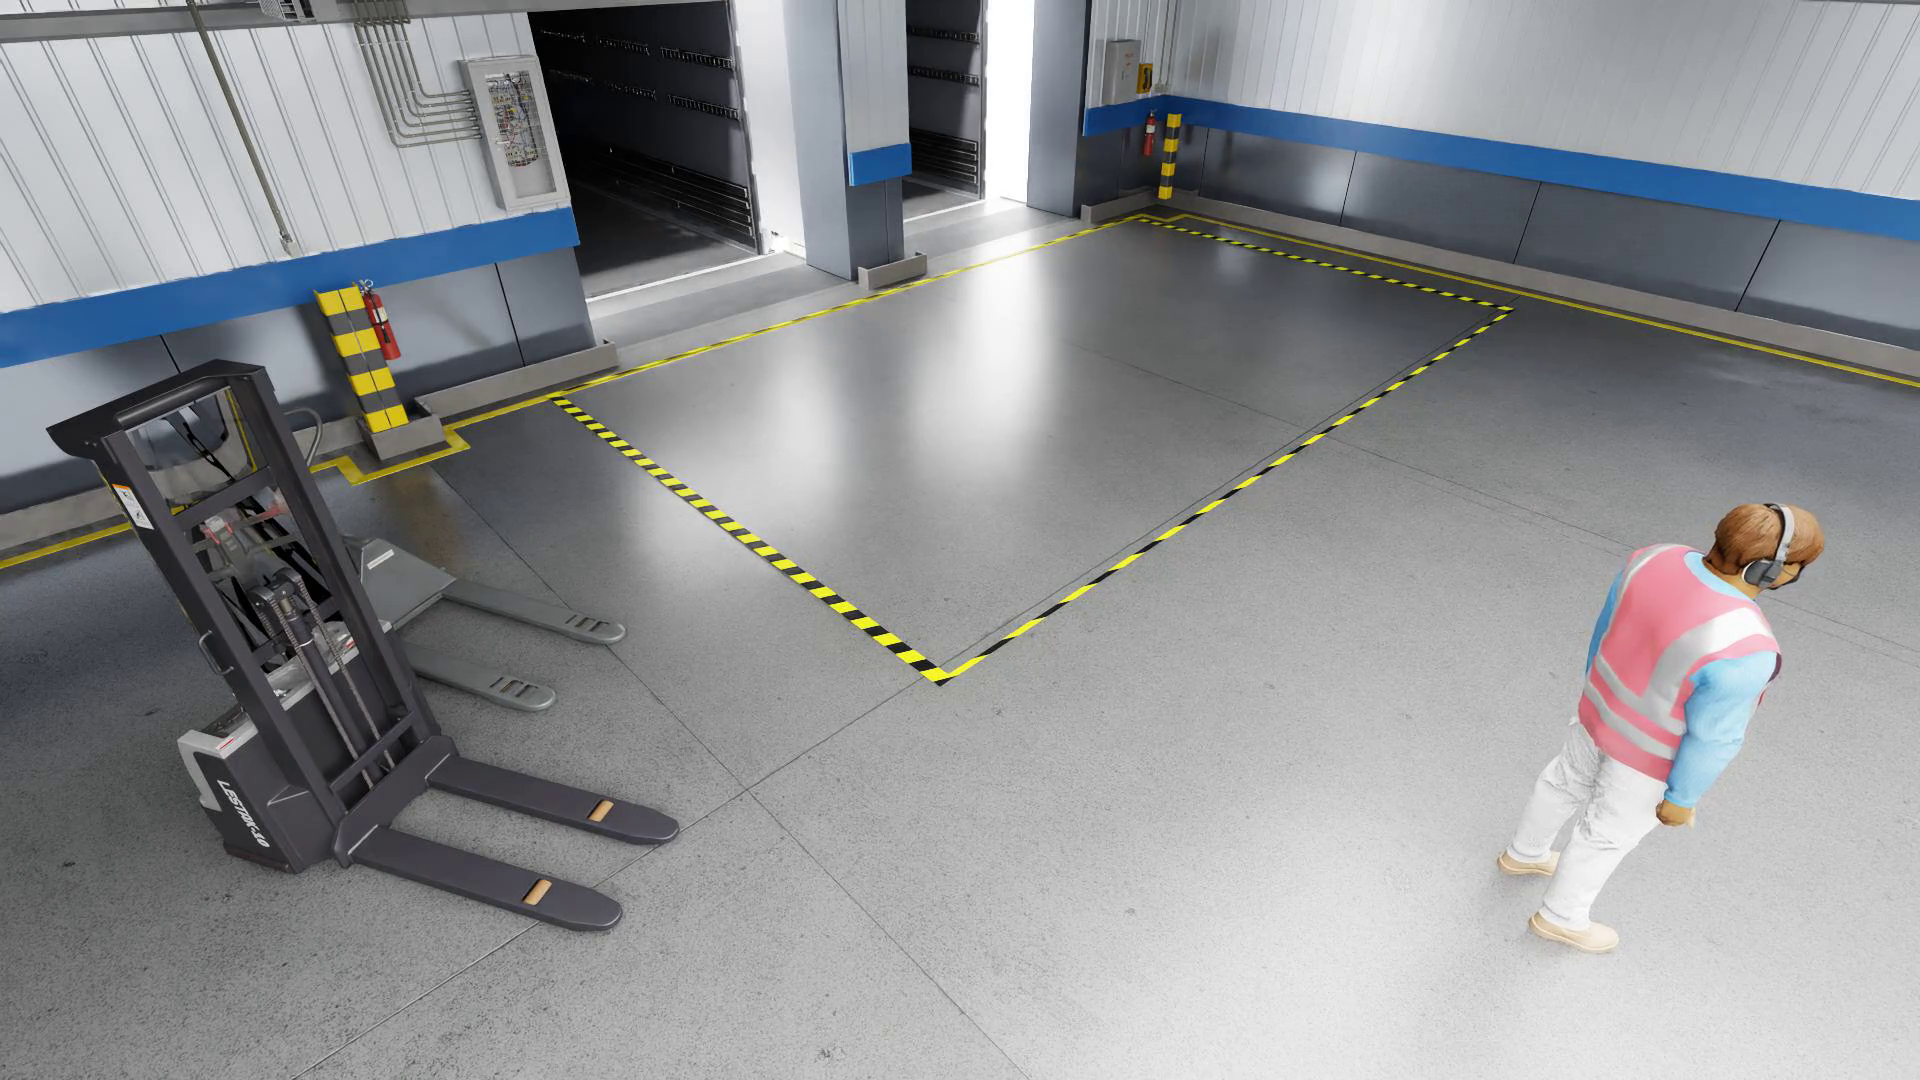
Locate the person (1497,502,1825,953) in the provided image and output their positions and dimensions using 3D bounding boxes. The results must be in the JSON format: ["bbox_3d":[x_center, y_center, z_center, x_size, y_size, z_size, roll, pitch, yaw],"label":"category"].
[{"bbox_3d":[2.343,0.667,3.134,0.429,1.837,0.633,3,34,4],"label":"person"}]

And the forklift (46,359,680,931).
[{"bbox_3d":[-2.135,0.422,3.354,1.885,1.965,0.823,10,35,14],"label":"forklift"}]

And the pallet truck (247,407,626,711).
[{"bbox_3d":[-2.628,0.038,4.590,1.601,1.201,0.680,12,36,18],"label":"pallet truck"}]
